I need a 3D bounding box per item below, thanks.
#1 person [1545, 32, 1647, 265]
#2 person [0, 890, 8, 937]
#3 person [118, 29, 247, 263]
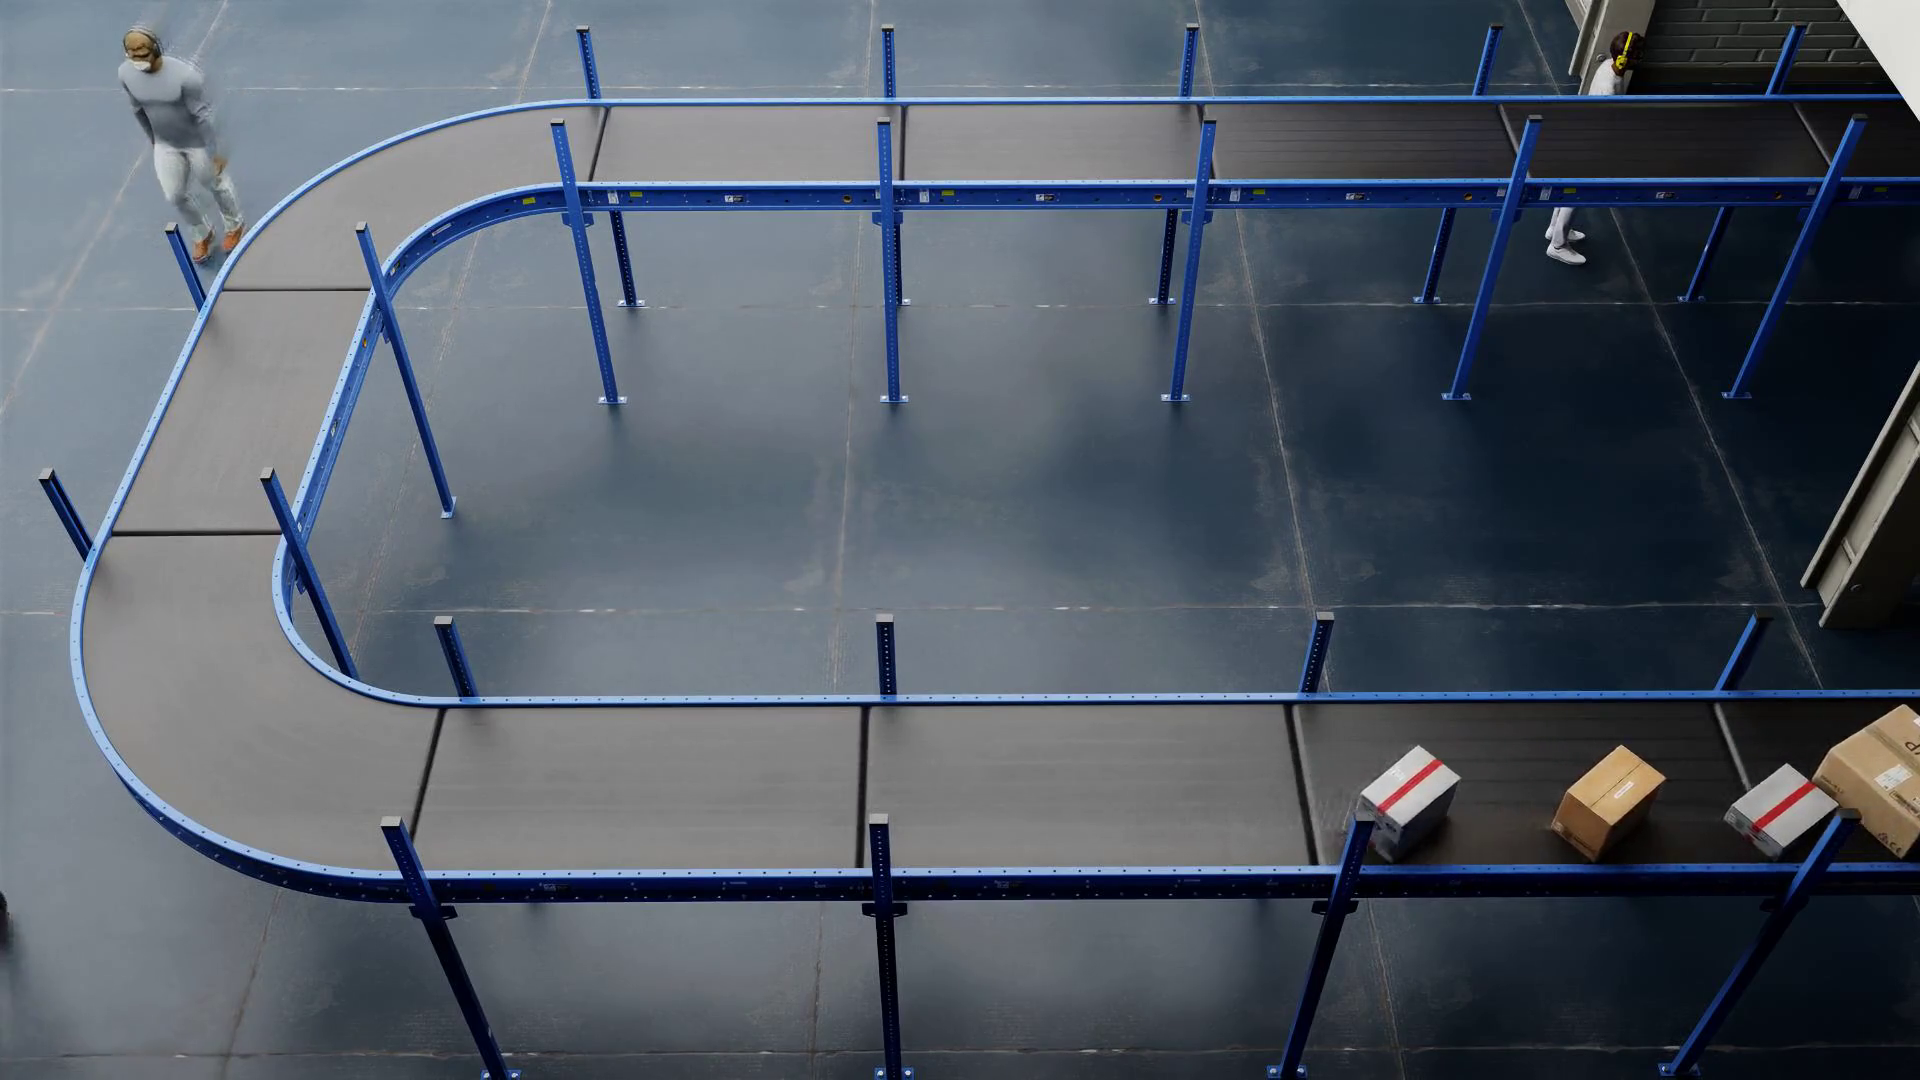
[{"bbox_3d":[4.710,-2.918,12.723,0.322,1.871,0.531,10,48,10],"label":"person"},{"bbox_3d":[-5.210,1.666,8.429,0.557,1.883,0.955,-16,49,-14],"label":"person"},{"bbox_3d":[-5.736,-2.891,12.669,0.642,1.919,0.625,2,47,2],"label":"person"}]
